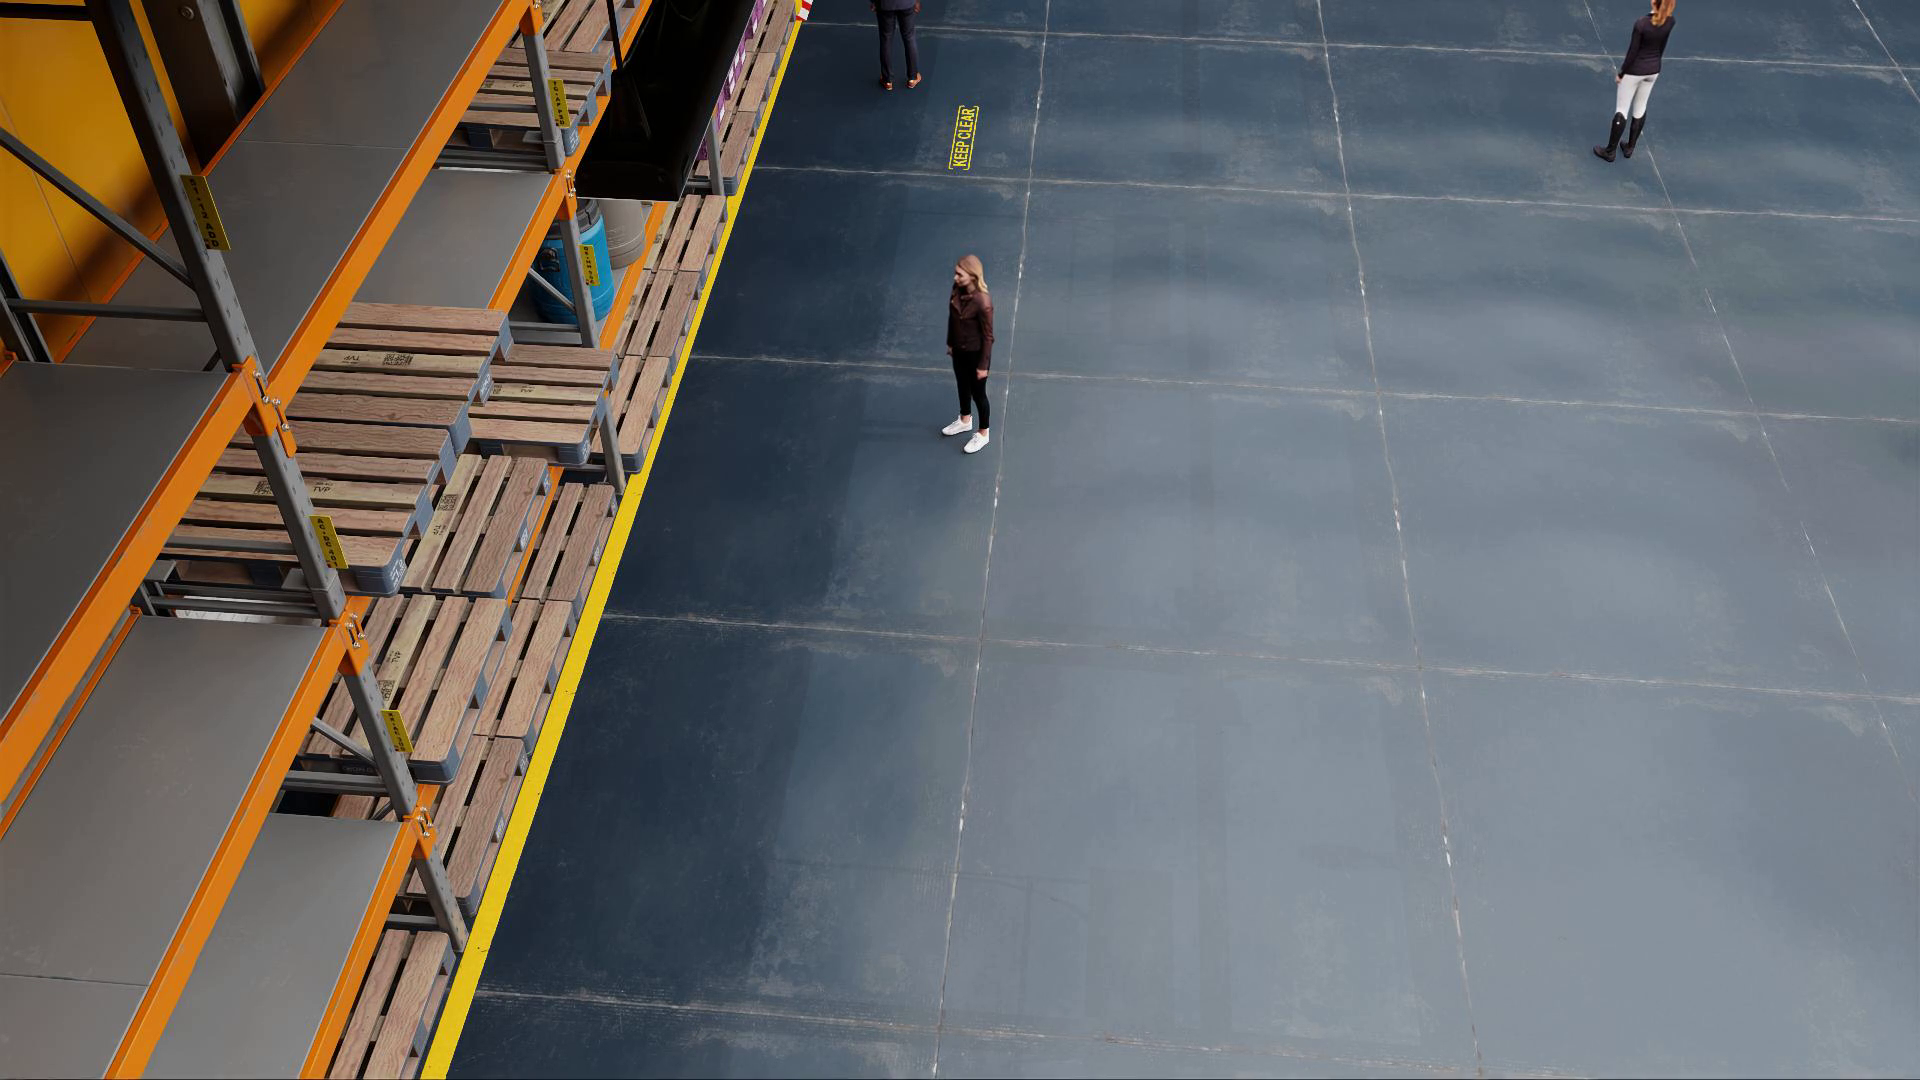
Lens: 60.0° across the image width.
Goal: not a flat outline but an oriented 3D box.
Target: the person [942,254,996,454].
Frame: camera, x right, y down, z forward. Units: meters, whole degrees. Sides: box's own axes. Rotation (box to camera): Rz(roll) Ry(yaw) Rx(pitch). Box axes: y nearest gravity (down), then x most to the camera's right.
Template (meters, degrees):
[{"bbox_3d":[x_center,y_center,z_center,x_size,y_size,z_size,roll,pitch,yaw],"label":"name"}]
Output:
[{"bbox_3d":[0.082,-1.420,12.500,0.726,1.704,0.652,-27,50,-26],"label":"person"}]

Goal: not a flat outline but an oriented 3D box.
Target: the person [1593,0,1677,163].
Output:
[{"bbox_3d":[6.357,-4.361,15.570,0.645,1.728,0.654,-11,45,-11],"label":"person"}]

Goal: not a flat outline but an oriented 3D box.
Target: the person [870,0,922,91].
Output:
[{"bbox_3d":[-0.637,-5.366,16.557,0.711,1.823,0.637,-1,44,-1],"label":"person"}]
